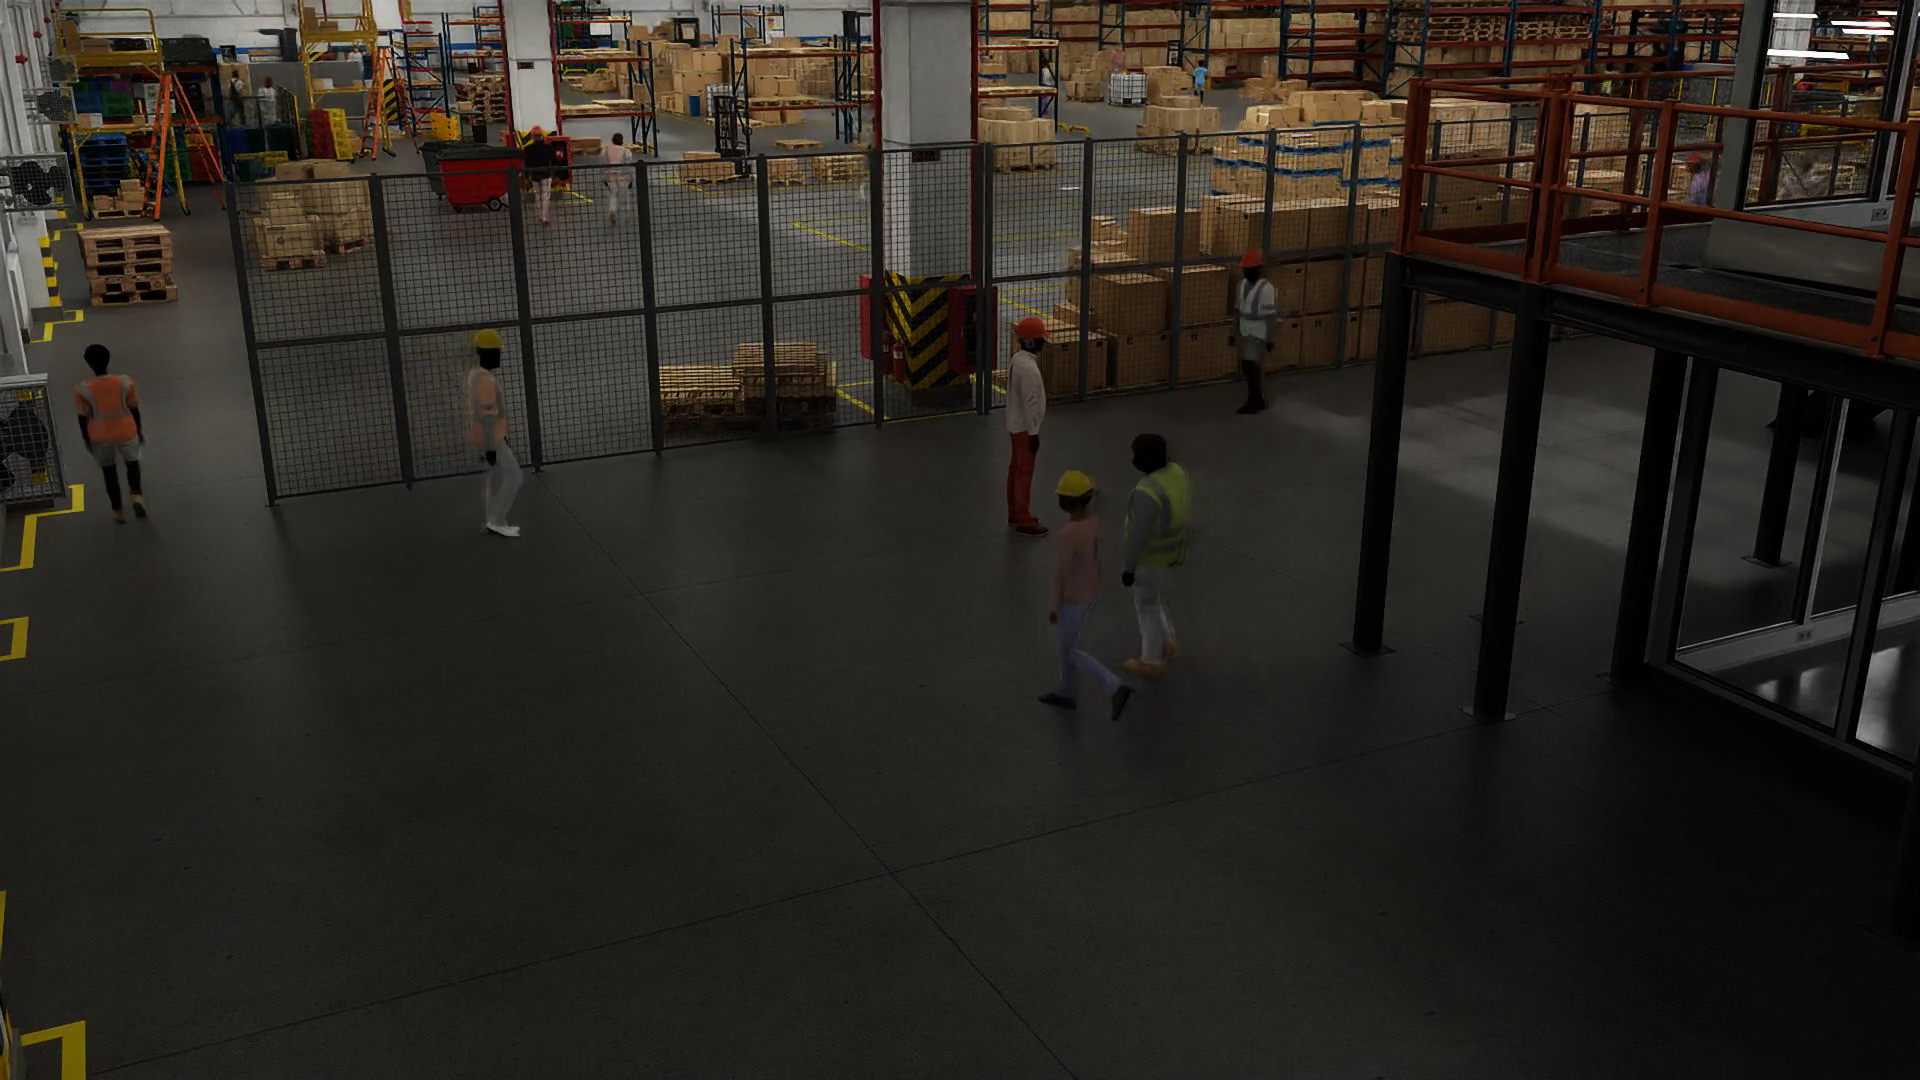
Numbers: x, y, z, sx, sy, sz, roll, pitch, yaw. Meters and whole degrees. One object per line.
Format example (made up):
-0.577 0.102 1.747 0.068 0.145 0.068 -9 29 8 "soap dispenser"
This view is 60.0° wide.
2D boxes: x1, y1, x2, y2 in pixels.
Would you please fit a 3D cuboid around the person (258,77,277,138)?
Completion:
-20.473 -12.741 49.165 0.757 1.846 0.593 14 23 35 "person"

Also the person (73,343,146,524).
-7.786 -0.969 15.271 0.544 1.684 0.391 -12 22 -31 "person"

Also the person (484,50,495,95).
-18.059 -17.843 63.900 0.422 1.888 0.713 -17 25 -40 "person"

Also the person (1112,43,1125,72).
6.648 -19.922 69.925 0.689 1.886 0.466 -12 22 -31 "person"

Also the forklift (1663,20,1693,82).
29.452 -19.989 68.615 1.873 2.768 1.129 -9 21 -25 "forklift"

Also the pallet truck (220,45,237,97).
-28.879 -18.665 66.111 0.823 1.965 1.885 -3 19 -9 "pallet truck"

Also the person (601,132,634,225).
-6.800 -7.186 33.106 0.637 1.818 0.730 0 19 0 "person"

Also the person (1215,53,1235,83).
11.693 -21.148 73.421 0.981 1.913 0.622 -11 22 -28 "person"

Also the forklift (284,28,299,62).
-24.033 -17.060 60.125 1.873 2.768 1.129 -9 21 -25 "forklift"

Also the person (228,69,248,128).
-23.065 -14.050 52.999 0.514 1.828 0.621 5 20 13 "person"

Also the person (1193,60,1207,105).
8.841 -16.872 61.407 0.539 1.674 0.762 0 19 0 "person"

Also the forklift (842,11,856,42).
-5.567 -25.069 83.339 1.873 2.768 1.129 -9 21 -25 "forklift"

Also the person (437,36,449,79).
-23.762 -22.213 76.504 0.552 1.921 0.447 -12 23 -32 "person"

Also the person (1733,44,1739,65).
33.759 -20.620 72.148 0.498 1.747 0.566 -2 19 -7 "person"

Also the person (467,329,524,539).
-4.131 -0.942 14.870 0.461 1.904 0.607 -7 20 -19 "person"

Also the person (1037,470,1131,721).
0.844 0.386 11.263 0.665 1.743 0.530 8 21 22 "person"

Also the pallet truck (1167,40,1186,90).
9.045 -19.971 69.895 0.823 1.965 1.885 -3 19 -8 "pallet truck"

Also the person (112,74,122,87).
-31.858 -17.371 62.902 0.366 1.627 0.536 3 19 9 "person"

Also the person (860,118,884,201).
-1.862 -8.316 36.337 0.522 1.851 0.780 -17 25 -40 "person"

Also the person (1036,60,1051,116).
2.890 -15.609 57.455 0.501 1.869 0.690 15 24 36 "person"

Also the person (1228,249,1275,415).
3.313 -2.359 18.947 0.474 1.922 0.555 -9 21 -24 "person"

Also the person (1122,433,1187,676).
1.369 0.111 11.941 0.453 1.822 0.647 11 22 29 "person"

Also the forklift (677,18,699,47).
-11.715 -21.162 72.015 1.129 2.768 1.873 -6 20 -16 "forklift"

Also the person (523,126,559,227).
-8.312 -7.216 33.027 0.612 1.946 1.047 -1 19 -2 "person"

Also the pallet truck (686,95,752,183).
-5.836 -9.608 39.856 0.823 1.965 1.885 10 22 27 "pallet truck"

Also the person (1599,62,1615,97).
23.144 -16.225 59.493 0.369 1.683 0.554 -9 21 -26 "person"

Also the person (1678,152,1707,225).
12.164 -5.476 27.856 0.799 2.009 0.612 12 22 32 "person"

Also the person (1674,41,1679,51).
31.456 -21.104 73.404 0.662 1.861 1.007 -1 19 -3 "person"

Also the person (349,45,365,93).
-24.549 -19.167 67.680 0.569 1.919 0.642 12 23 32 "person"

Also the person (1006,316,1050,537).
0.606 -1.028 14.984 0.383 1.996 0.609 -3 19 -9 "person"
